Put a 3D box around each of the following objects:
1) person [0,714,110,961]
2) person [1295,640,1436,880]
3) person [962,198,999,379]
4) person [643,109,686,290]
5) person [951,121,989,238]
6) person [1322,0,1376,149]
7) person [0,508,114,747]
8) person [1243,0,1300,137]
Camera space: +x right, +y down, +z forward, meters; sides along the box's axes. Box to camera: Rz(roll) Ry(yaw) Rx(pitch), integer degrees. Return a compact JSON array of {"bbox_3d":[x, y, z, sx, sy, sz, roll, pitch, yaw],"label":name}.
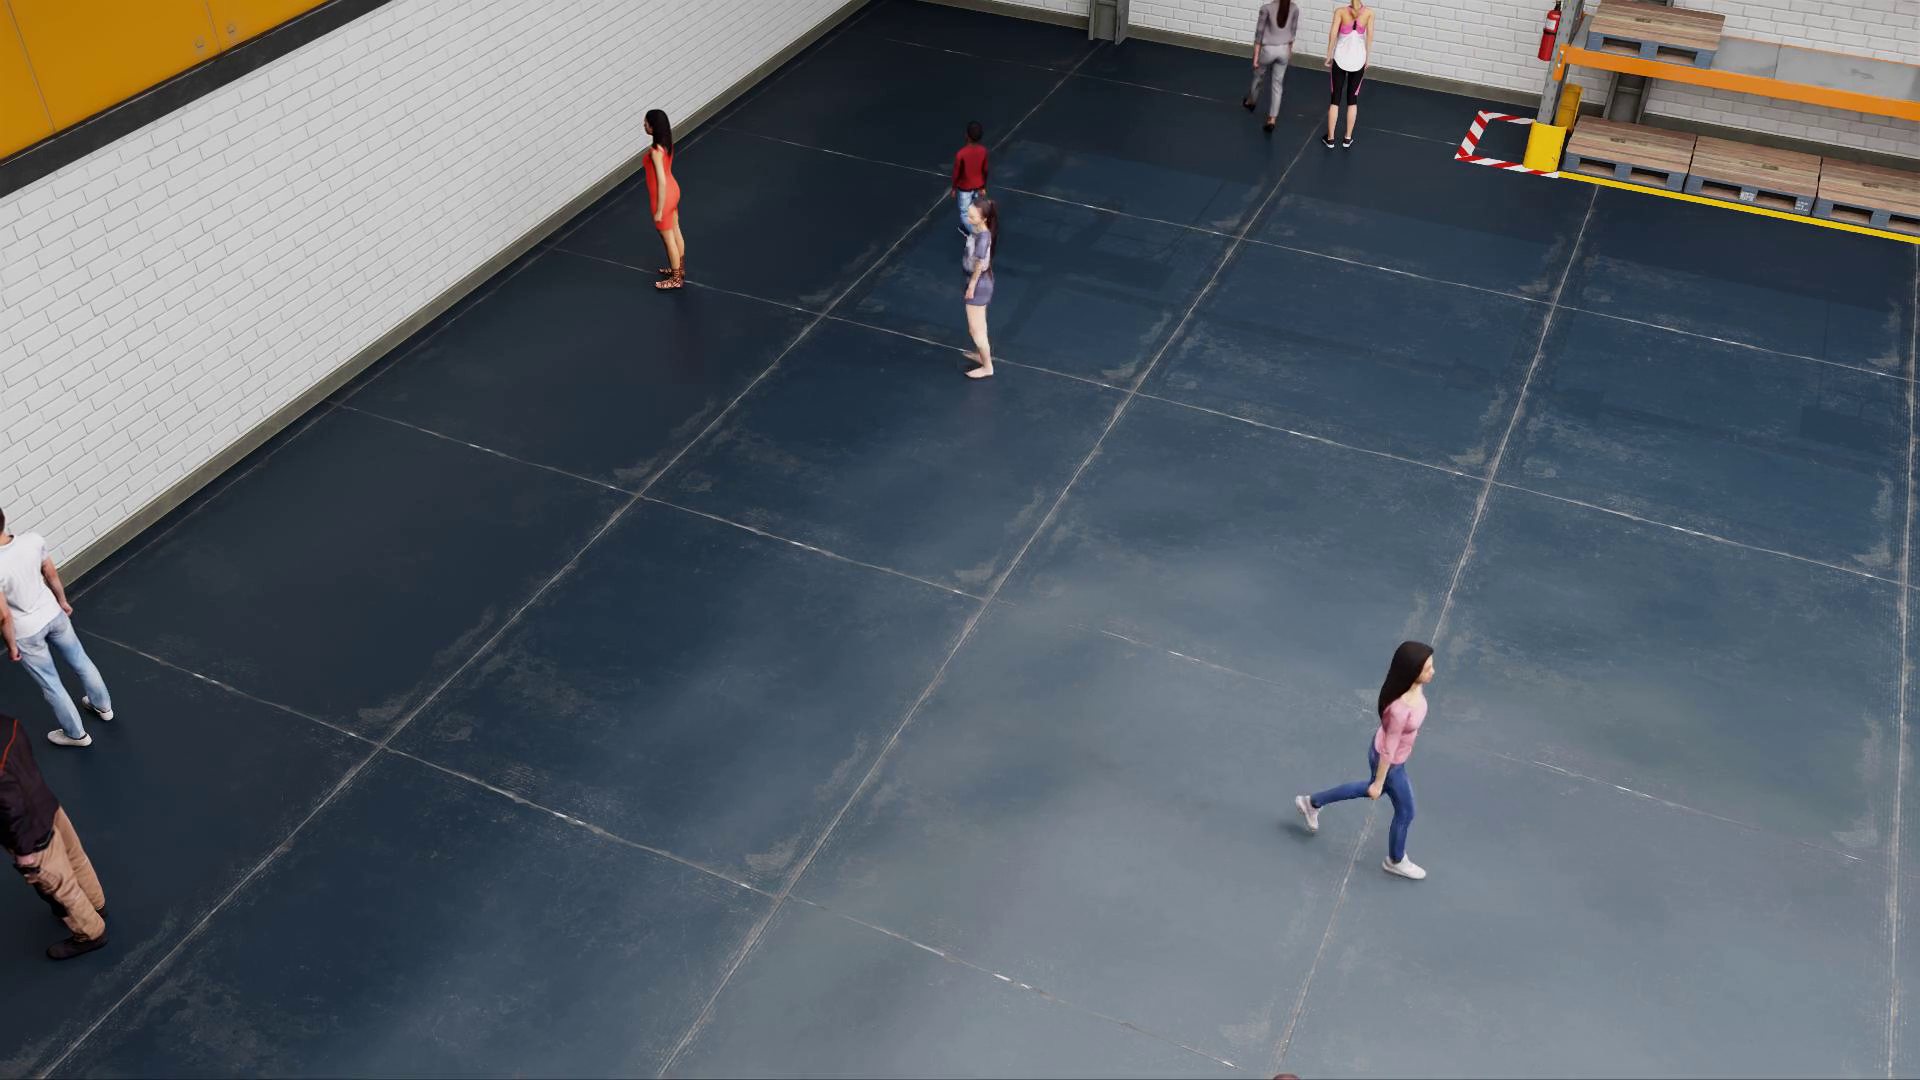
[{"bbox_3d":[-5.074,1.542,9.082,0.826,1.925,0.790,-9,40,-11],"label":"person"},{"bbox_3d":[2.411,1.235,9.635,1.055,1.715,0.578,16,41,19],"label":"person"},{"bbox_3d":[0.164,-2.150,13.935,0.630,1.637,0.681,15,41,18],"label":"person"},{"bbox_3d":[-2.666,-3.085,15.040,0.640,1.719,0.654,2,39,3],"label":"person"},{"bbox_3d":[0.111,-3.339,15.742,0.731,1.240,0.892,-24,44,-27],"label":"person"},{"bbox_3d":[4.046,-4.965,17.341,0.569,1.787,0.729,4,39,5],"label":"person"},{"bbox_3d":[-5.783,0.522,10.418,0.565,1.851,0.678,12,40,15],"label":"person"},{"bbox_3d":[3.336,-5.086,17.609,1.053,1.640,1.024,-5,39,-6],"label":"person"}]
